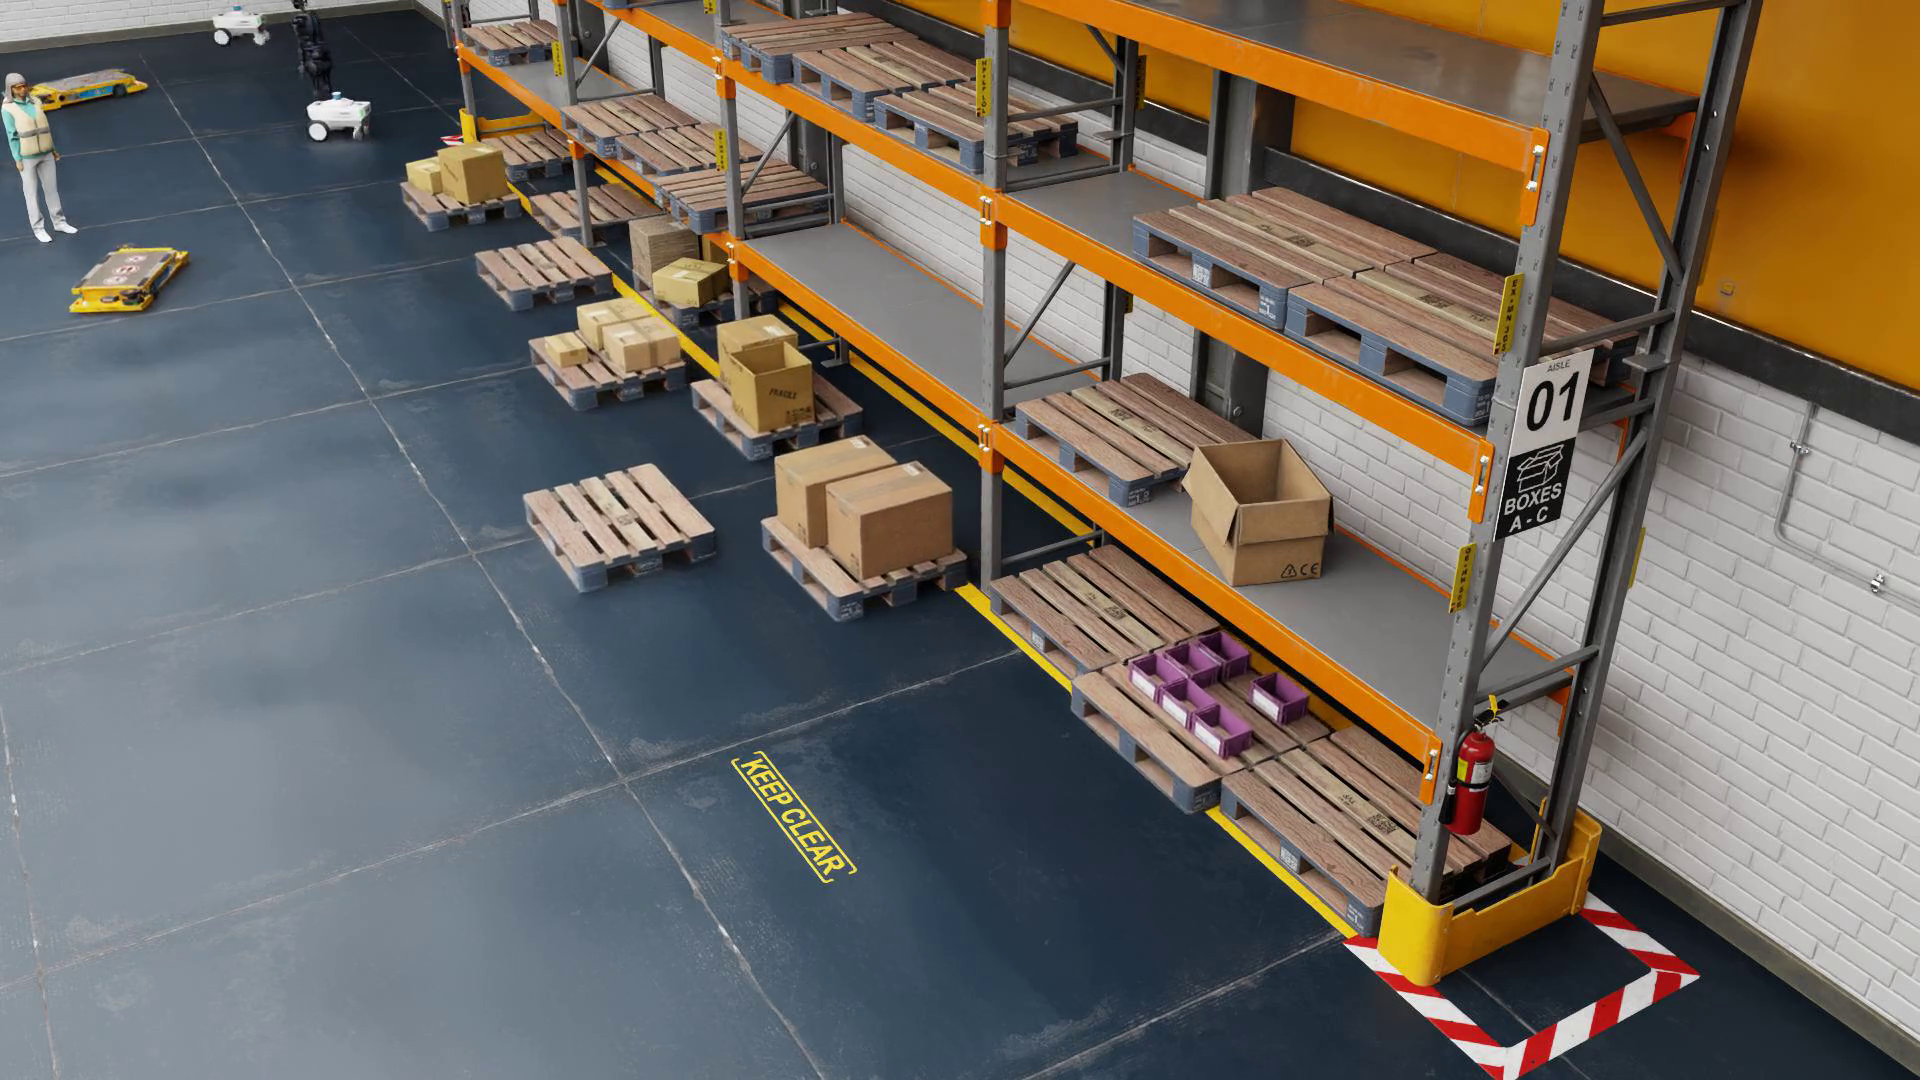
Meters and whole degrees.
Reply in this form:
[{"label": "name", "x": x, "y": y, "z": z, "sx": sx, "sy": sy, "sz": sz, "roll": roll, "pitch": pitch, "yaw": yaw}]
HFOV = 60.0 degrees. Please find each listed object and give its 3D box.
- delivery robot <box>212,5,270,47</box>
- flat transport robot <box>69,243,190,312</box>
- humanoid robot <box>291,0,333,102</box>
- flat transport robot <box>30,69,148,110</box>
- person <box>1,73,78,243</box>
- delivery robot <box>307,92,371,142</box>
[{"label": "delivery robot", "x": -10.844, "y": -7.722, "z": 24.990, "sx": 0.788, "sy": 0.610, "sz": 0.499, "roll": -2, "pitch": 30, "yaw": -4}, {"label": "flat transport robot", "x": -8.043, "y": -2.546, "z": 16.126, "sx": 0.659, "sy": 0.231, "sz": 1.431, "roll": -3, "pitch": 30, "yaw": -5}, {"label": "humanoid robot", "x": -8.082, "y": -6.048, "z": 20.885, "sx": 0.358, "sy": 1.641, "sz": 0.593, "roll": 6, "pitch": 30, "yaw": 11}, {"label": "flat transport robot", "x": -11.751, "y": -6.043, "z": 22.300, "sx": 0.659, "sy": 0.231, "sz": 1.431, "roll": 21, "pitch": 36, "yaw": 32}, {"label": "person", "x": -9.547, "y": -3.952, "z": 17.145, "sx": 0.366, "sy": 1.708, "sz": 0.471, "roll": 13, "pitch": 32, "yaw": 22}, {"label": "delivery robot", "x": -7.698, "y": -5.232, "z": 20.591, "sx": 0.778, "sy": 0.607, "sz": 0.510, "roll": 0, "pitch": 30, "yaw": 0}]
